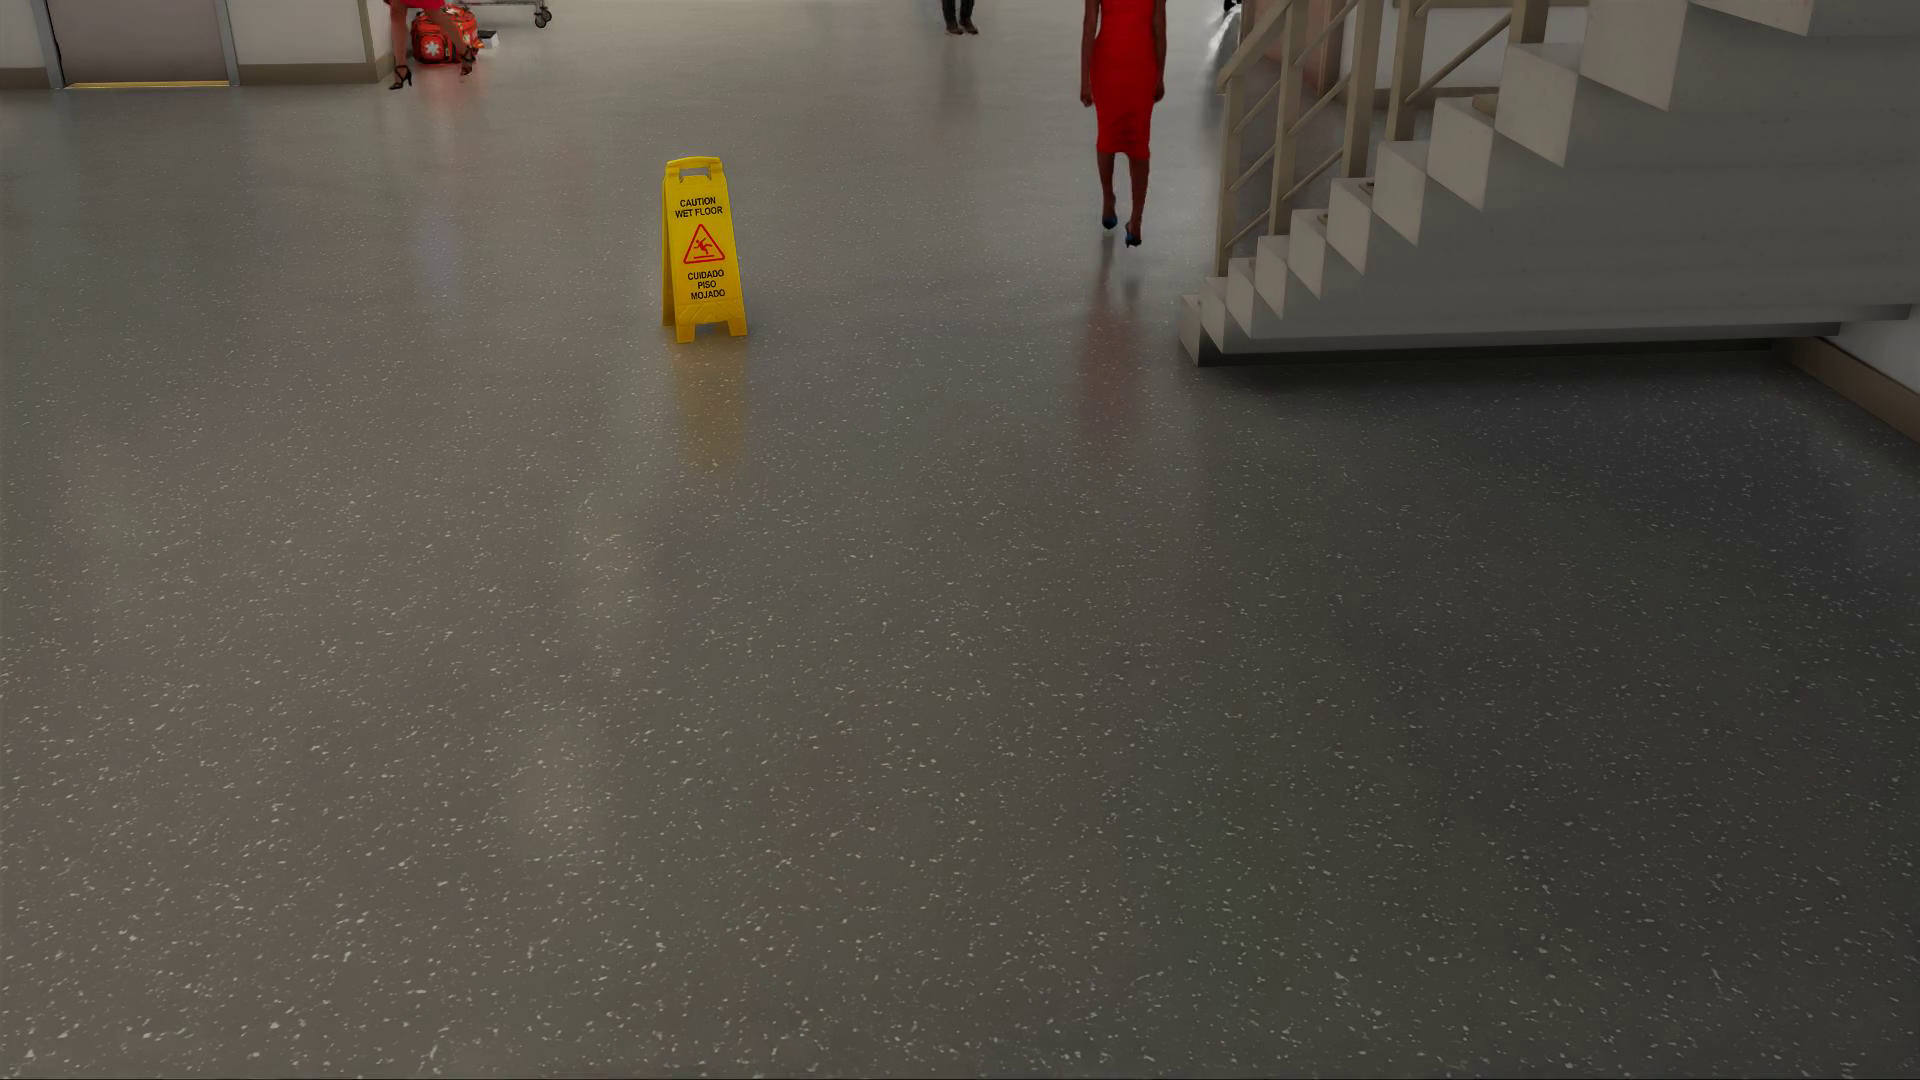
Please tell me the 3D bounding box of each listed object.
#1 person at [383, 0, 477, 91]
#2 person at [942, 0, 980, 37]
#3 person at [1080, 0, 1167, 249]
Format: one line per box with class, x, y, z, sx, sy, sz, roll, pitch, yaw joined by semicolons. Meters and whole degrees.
person;-4.044;-4.283;12.539;0.953;1.689;1.087;15;30;28
person;-0.066;-5.338;14.780;0.721;1.642;0.786;-12;28;-23
person;0.833;-2.399;8.615;0.695;1.703;1.125;1;26;2
